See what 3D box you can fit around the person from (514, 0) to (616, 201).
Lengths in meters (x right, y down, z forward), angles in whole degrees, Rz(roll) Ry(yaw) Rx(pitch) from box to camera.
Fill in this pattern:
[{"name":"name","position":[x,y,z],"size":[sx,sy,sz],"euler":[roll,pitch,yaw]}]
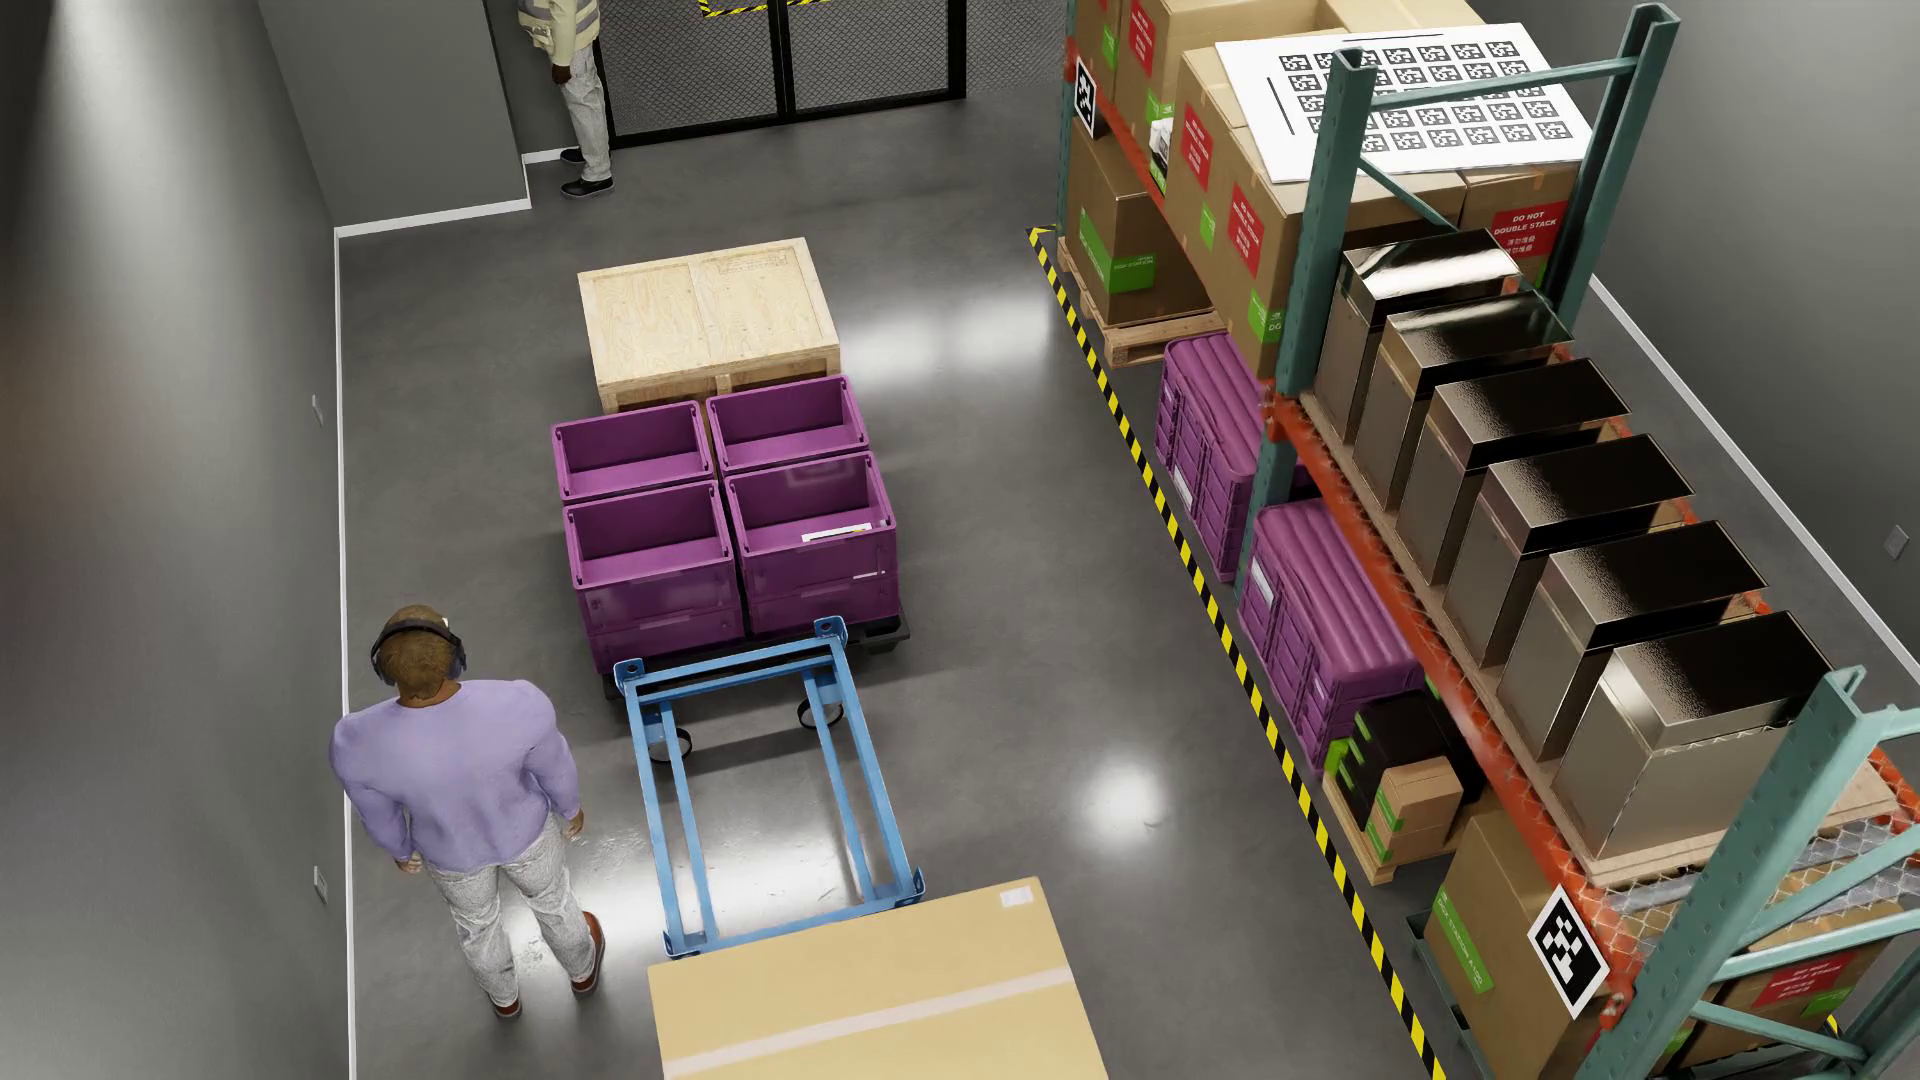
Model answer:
[{"name":"person","position":[-1.991,-2.566,8.314],"size":[0.404,1.833,0.590],"euler":[-6,48,-5]}]

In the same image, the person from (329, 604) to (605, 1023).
[{"name":"person","position":[-1.458,0.874,5.084],"size":[0.630,1.940,0.372],"euler":[-13,49,-12]}]
